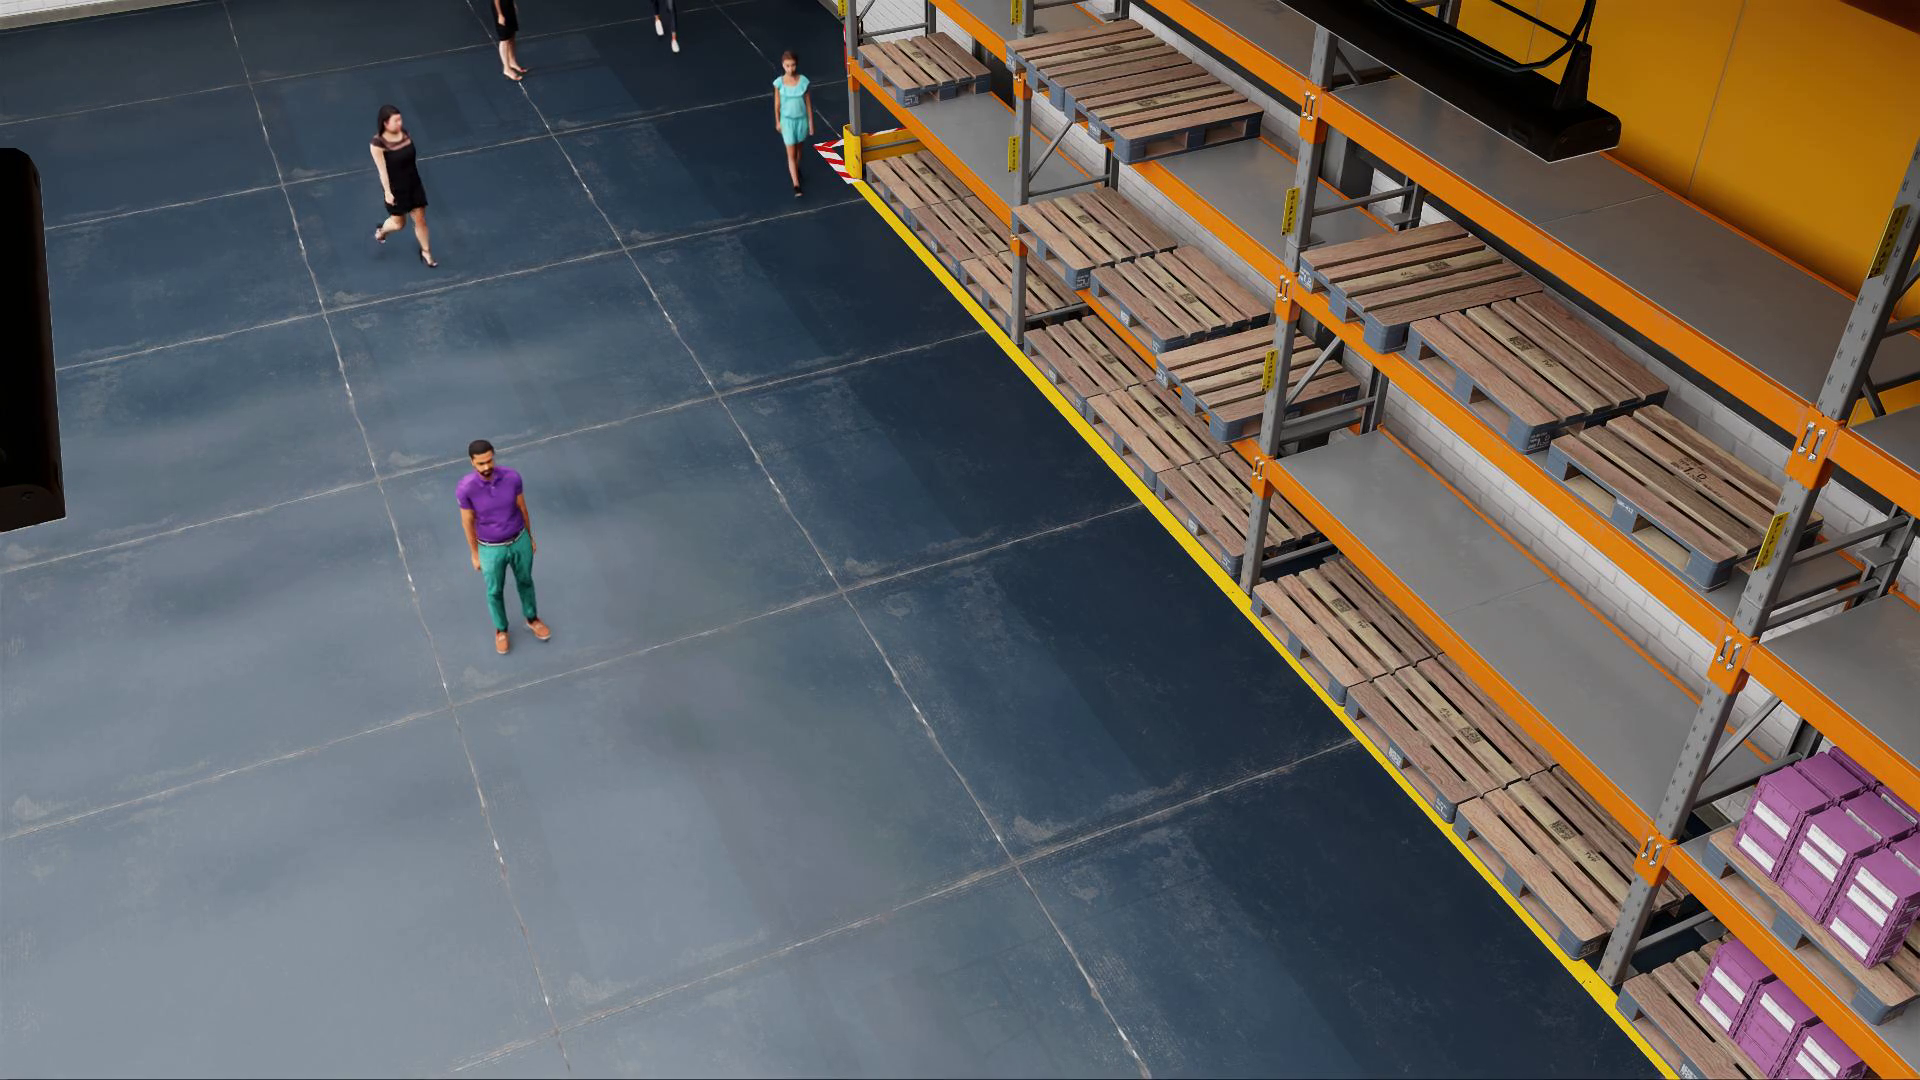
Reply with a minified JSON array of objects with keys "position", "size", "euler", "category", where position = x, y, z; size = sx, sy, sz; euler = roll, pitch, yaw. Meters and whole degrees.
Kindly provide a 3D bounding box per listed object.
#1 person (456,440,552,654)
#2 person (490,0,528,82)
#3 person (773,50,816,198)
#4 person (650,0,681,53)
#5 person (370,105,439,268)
[{"position":[-3.287,0.013,11.927],"size":[0.640,1.768,0.587],"euler":[-21,43,-24],"category":"person"},{"position":[-5.490,-6.393,19.968],"size":[0.728,1.745,0.628],"euler":[6,39,7],"category":"person"},{"position":[-1.769,-4.492,17.771],"size":[0.733,1.515,1.090],"euler":[-7,39,-8],"category":"person"},{"position":[-3.781,-7.104,20.836],"size":[0.747,1.771,1.213],"euler":[-9,39,-11],"category":"person"},{"position":[-5.549,-3.457,16.333],"size":[1.057,1.692,0.932],"euler":[21,43,24],"category":"person"}]
